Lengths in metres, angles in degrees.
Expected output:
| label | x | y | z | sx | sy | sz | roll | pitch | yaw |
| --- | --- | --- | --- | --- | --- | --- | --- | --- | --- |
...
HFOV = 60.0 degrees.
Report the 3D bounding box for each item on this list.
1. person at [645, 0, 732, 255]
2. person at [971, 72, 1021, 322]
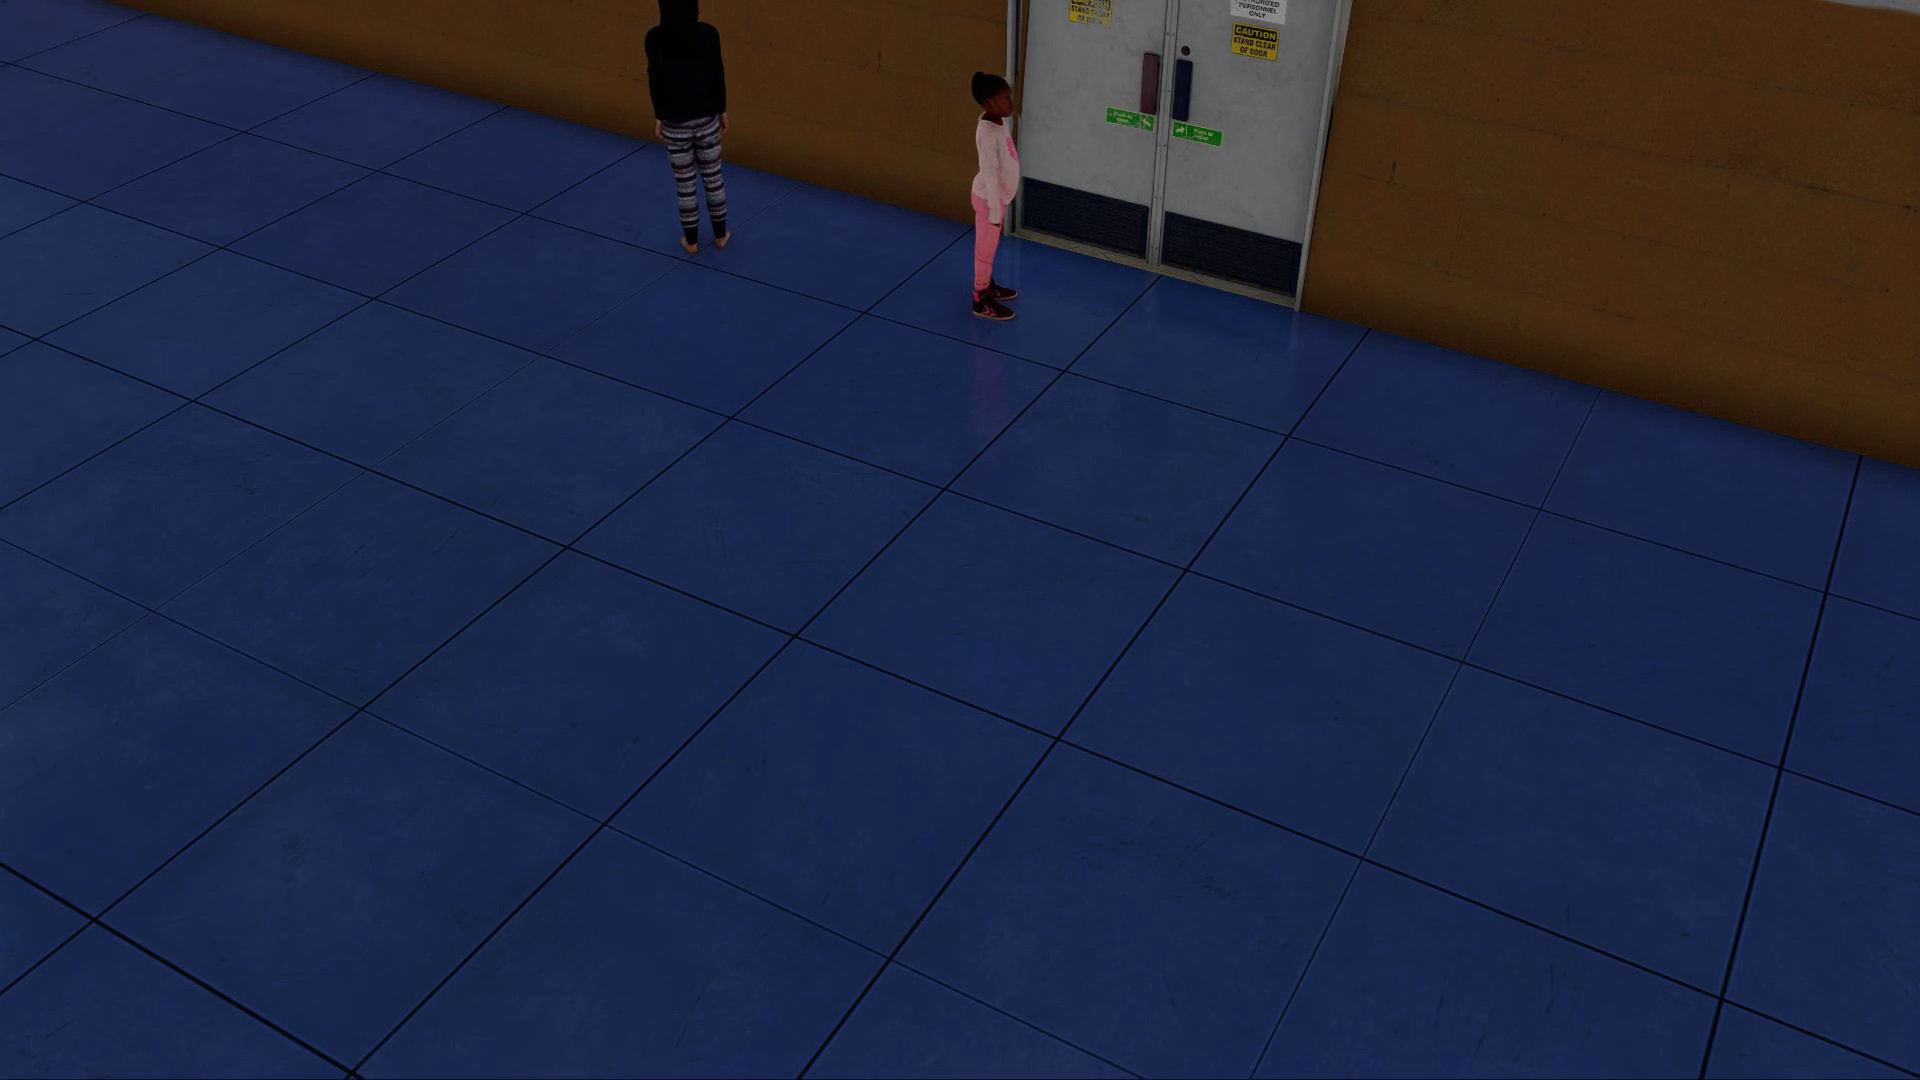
| label | x | y | z | sx | sy | sz | roll | pitch | yaw |
| --- | --- | --- | --- | --- | --- | --- | --- | --- | --- |
| person | -1.638 | -2.576 | 10.080 | 0.670 | 1.733 | 0.729 | -9 | 38 | -12 |
| person | 0.176 | -1.985 | 9.536 | 0.676 | 1.441 | 0.555 | 5 | 37 | 6 |
